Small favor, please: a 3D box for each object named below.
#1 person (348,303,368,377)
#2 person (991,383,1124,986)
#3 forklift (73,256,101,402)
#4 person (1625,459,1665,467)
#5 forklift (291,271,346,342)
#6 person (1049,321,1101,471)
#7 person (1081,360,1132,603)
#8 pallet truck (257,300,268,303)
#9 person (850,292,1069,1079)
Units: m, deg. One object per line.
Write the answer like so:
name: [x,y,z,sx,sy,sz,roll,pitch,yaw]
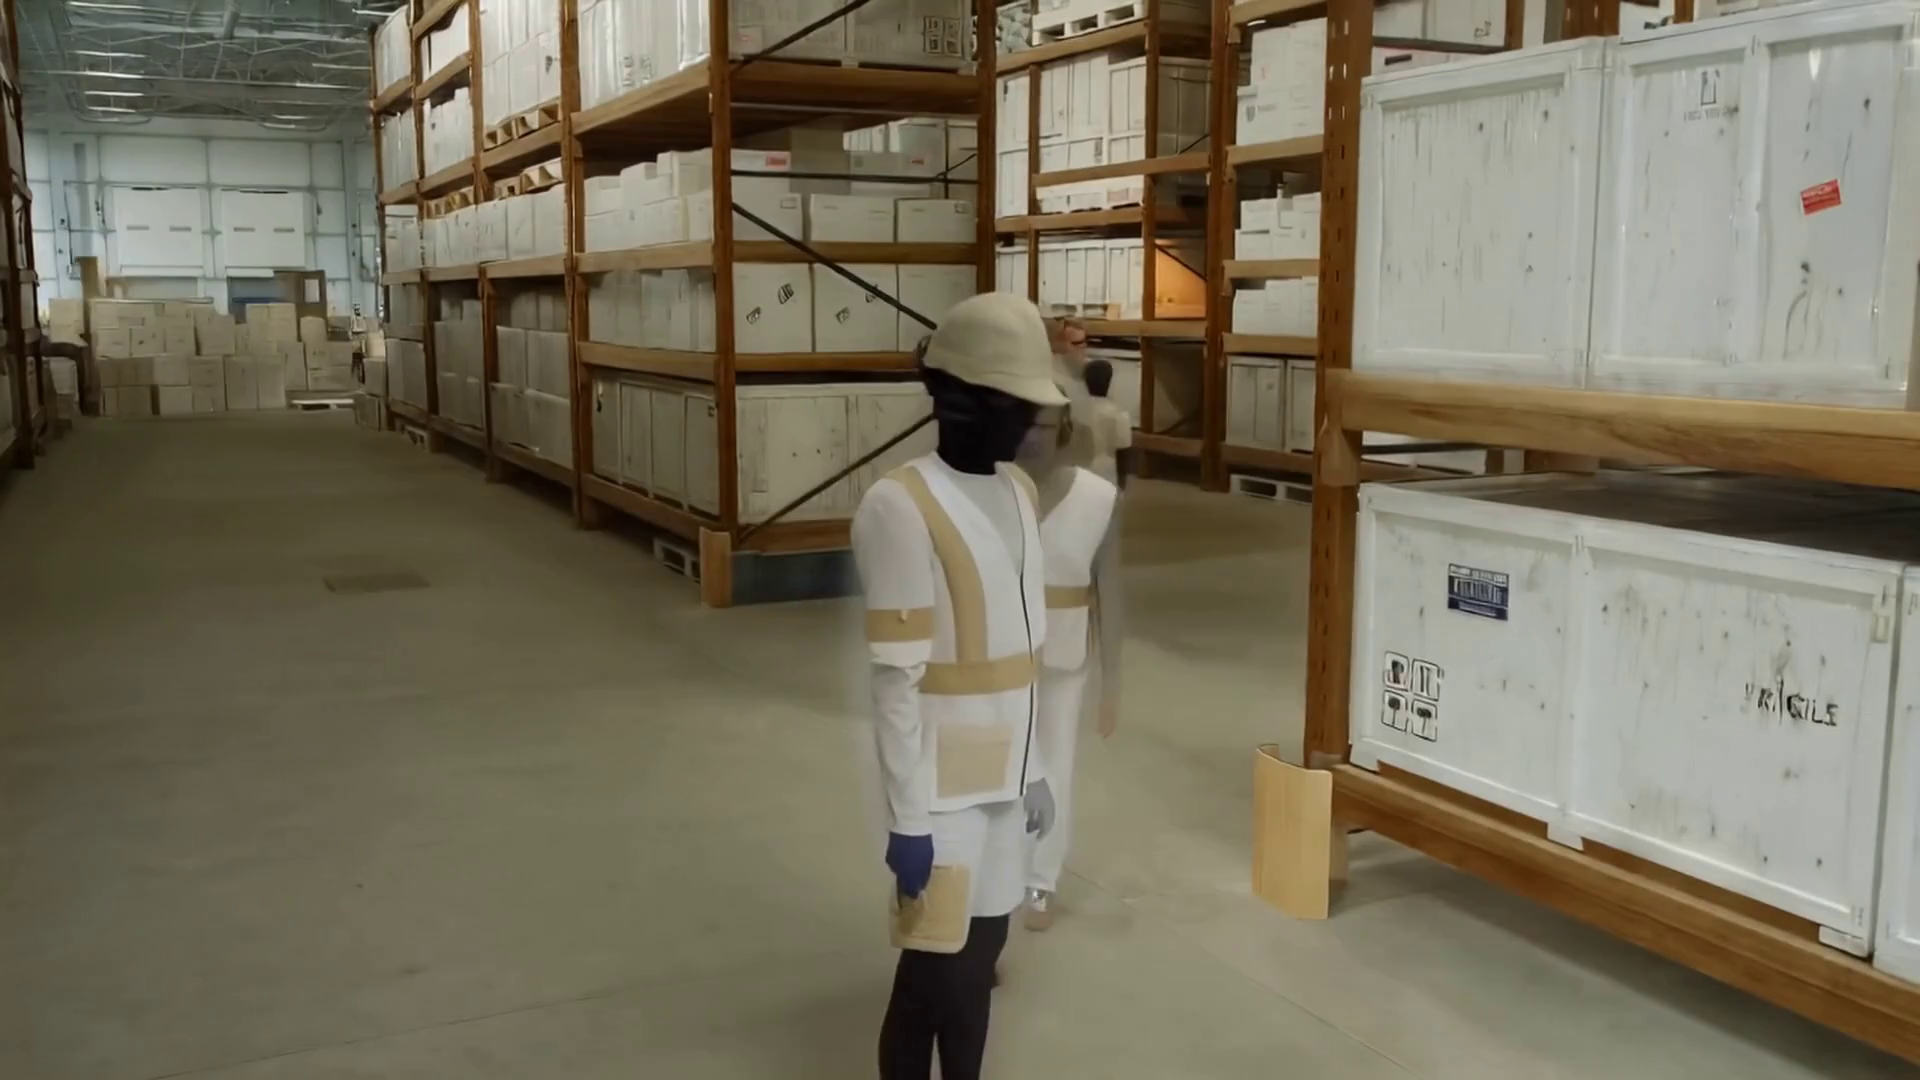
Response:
person: [-15.469,-5.151,42.932,0.548,1.905,0.807,-8,11,-44]
person: [0.207,0.409,5.023,0.575,1.783,0.981,1,8,5]
forklift: [-16.619,-4.031,31.885,1.873,2.768,1.129,-4,9,-26]
person: [3.639,-0.087,8.213,1.011,1.850,0.673,-4,9,-24]
forklift: [-18.602,-6.327,47.715,1.873,2.768,1.129,6,10,37]
person: [0.656,-0.375,10.146,0.405,1.888,0.750,0,8,2]
person: [0.887,-0.416,11.330,0.542,1.611,1.026,4,9,25]
pallet truck: [-23.913,-7.404,58.171,1.885,1.965,0.823,-1,8,-9]
person: [0.035,0.501,3.541,0.386,2.034,0.604,4,9,28]
